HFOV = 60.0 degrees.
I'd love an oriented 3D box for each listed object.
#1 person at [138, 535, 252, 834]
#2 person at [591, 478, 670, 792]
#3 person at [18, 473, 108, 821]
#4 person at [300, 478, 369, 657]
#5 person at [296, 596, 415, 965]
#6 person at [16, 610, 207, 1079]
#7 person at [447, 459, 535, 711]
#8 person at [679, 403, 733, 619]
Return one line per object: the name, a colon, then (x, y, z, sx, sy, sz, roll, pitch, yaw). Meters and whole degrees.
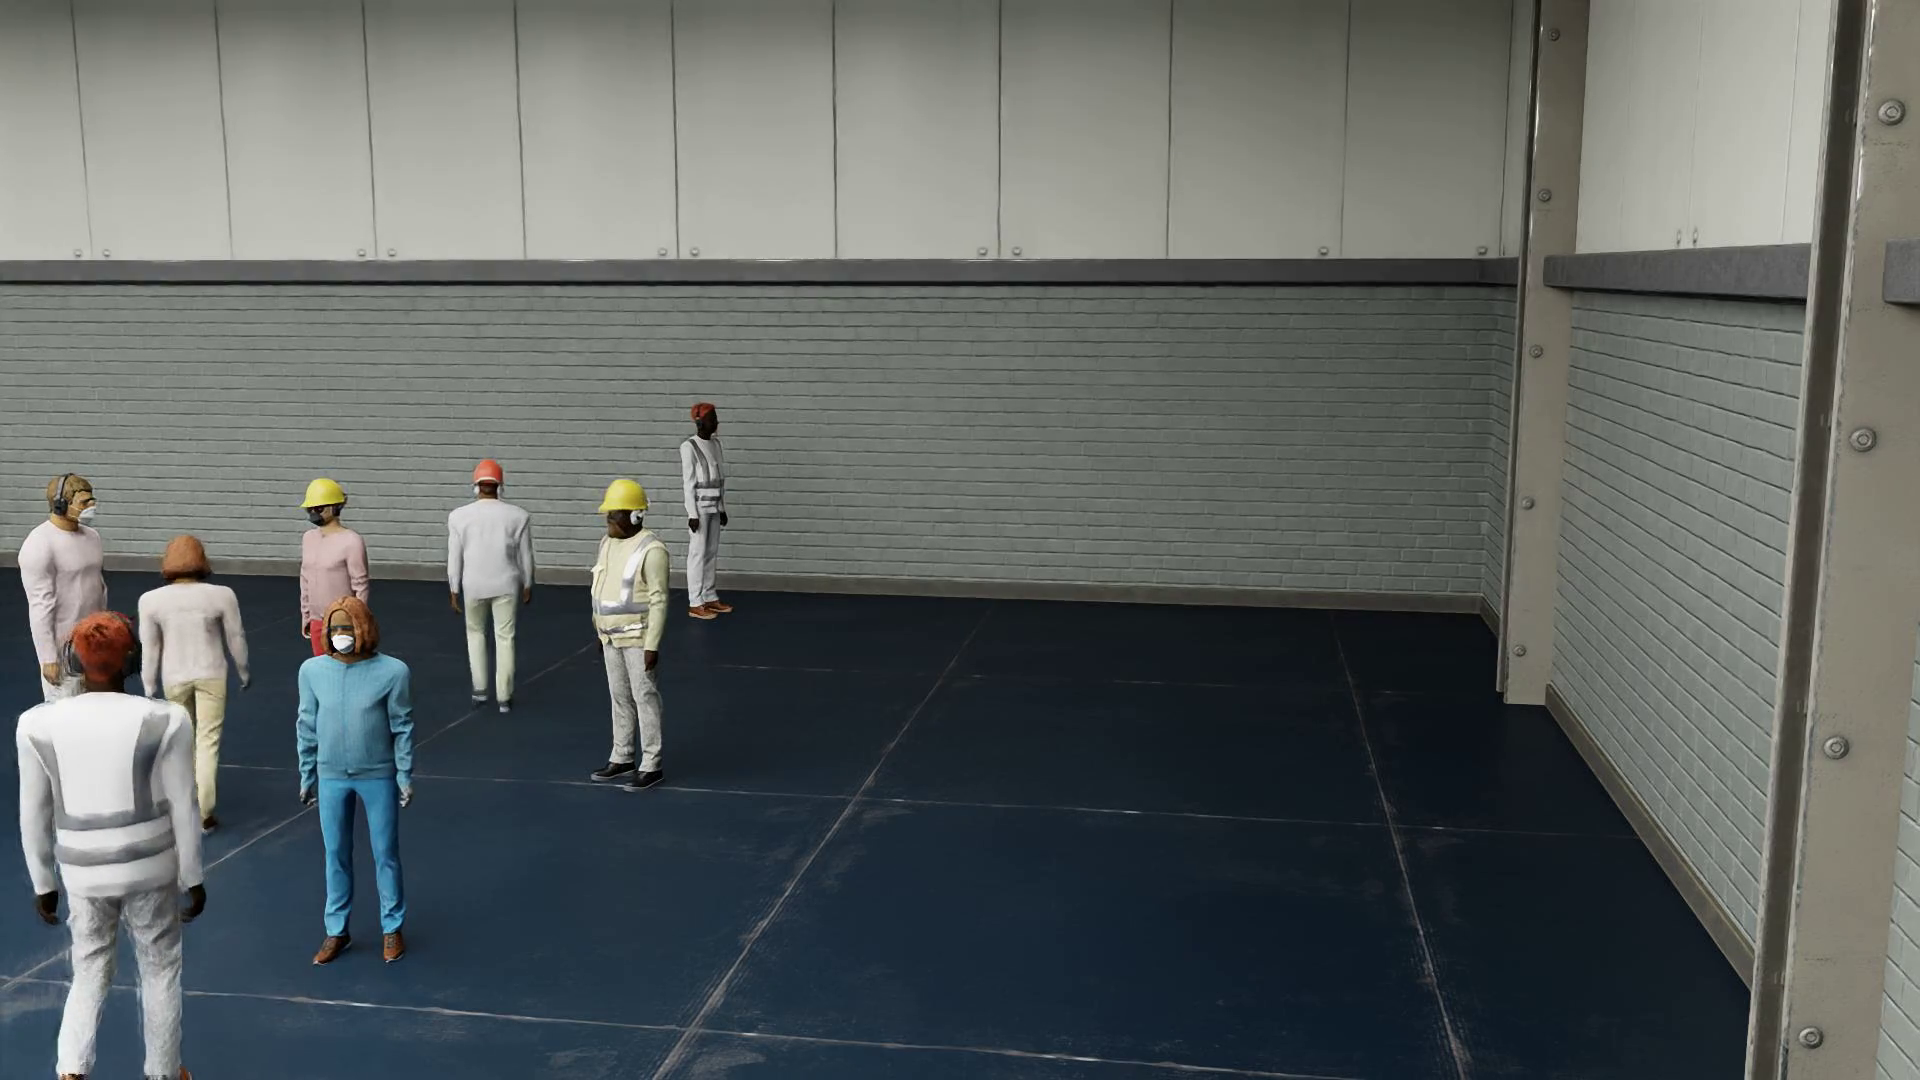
person: (-4.185, 0.765, 9.137, 0.519, 1.597, 0.732, -2, 9, -14)
person: (-1.947, 0.548, 9.747, 0.590, 1.836, 0.404, 9, 13, 43)
person: (-4.911, 0.588, 9.219, 0.375, 1.933, 0.625, 0, 9, 3)
person: (-3.873, 0.496, 10.281, 0.525, 1.769, 0.315, 4, 10, 25)
person: (-2.641, 1.047, 7.287, 0.498, 1.634, 0.279, -1, 9, -4)
person: (-2.946, 1.181, 5.773, 0.581, 1.869, 0.614, -1, 9, -9)
person: (-3.272, 0.297, 11.622, 0.589, 1.721, 0.714, -3, 10, -18)
person: (-2.226, -0.262, 14.593, 0.355, 1.884, 0.575, 3, 10, 20)
